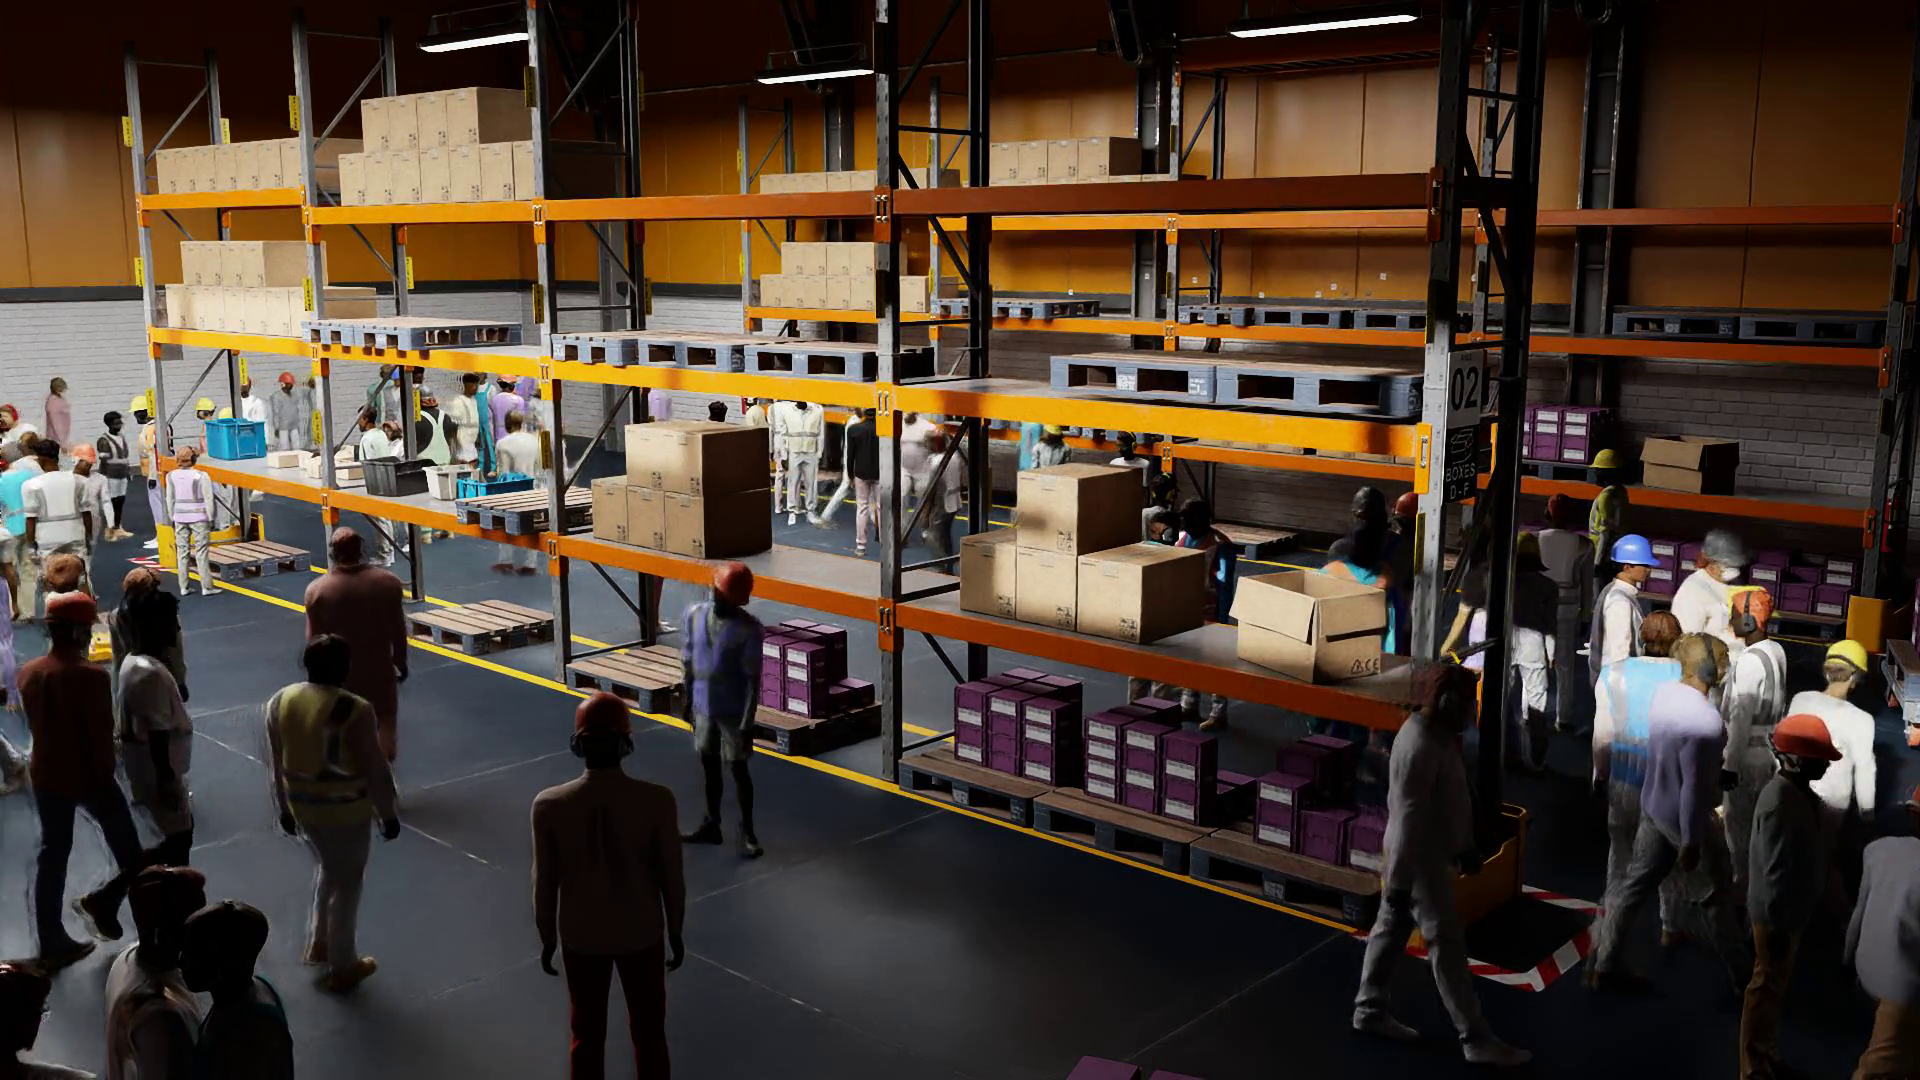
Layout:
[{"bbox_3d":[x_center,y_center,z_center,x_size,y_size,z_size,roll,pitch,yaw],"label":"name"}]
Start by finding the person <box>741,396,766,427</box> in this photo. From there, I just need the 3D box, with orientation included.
[{"bbox_3d":[-3.024,-1.373,24.300,0.366,1.743,0.570,2,10,13],"label":"person"}]

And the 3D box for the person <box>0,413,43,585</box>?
[{"bbox_3d":[-10.581,-0.474,18.371,0.733,2.000,0.571,-2,10,-11],"label":"person"}]

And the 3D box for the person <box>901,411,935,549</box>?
[{"bbox_3d":[-0.580,-0.827,20.836,0.648,1.902,0.715,3,10,14],"label":"person"}]

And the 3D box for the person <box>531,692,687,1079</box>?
[{"bbox_3d":[-1.419,1.599,6.806,0.609,1.985,0.398,-1,10,-4],"label":"person"}]

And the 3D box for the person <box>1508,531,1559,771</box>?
[{"bbox_3d":[4.061,0.798,12.057,0.490,1.736,0.322,4,11,20],"label":"person"}]

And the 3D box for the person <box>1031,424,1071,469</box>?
[{"bbox_3d":[1.101,-0.618,20.102,0.571,1.714,0.439,-2,10,-12],"label":"person"}]

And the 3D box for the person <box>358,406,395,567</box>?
[{"bbox_3d":[-6.895,-0.640,19.654,0.371,1.916,0.597,-1,10,-5],"label":"person"}]

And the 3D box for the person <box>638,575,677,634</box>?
[{"bbox_3d":[-3.005,-0.023,16.210,0.402,1.908,0.598,-6,12,-30],"label":"person"}]

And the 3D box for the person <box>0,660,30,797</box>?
[{"bbox_3d":[-6.640,0.915,11.137,0.588,1.837,0.933,3,11,18],"label":"person"}]

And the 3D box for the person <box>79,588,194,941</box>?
[{"bbox_3d":[-4.402,1.226,9.001,0.649,1.948,0.612,-6,12,-29],"label":"person"}]

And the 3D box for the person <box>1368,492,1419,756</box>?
[{"bbox_3d":[3.304,0.618,12.360,0.618,1.986,0.408,-6,12,-31],"label":"person"}]

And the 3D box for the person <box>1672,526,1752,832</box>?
[{"bbox_3d":[4.897,0.874,10.751,0.691,2.000,0.537,-8,13,-39],"label":"person"}]

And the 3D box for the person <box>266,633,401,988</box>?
[{"bbox_3d":[-3.185,1.378,8.522,0.646,1.822,0.477,4,11,24],"label":"person"}]

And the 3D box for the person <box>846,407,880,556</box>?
[{"bbox_3d":[-1.080,-0.794,20.306,0.612,1.995,0.381,-1,10,-4],"label":"person"}]

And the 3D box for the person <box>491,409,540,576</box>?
[{"bbox_3d":[-5.157,-0.548,19.133,0.728,1.916,0.661,6,12,31],"label":"person"}]

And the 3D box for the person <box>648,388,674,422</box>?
[{"bbox_3d":[-4.590,-1.596,25.046,0.650,1.935,0.459,-7,12,-35],"label":"person"}]

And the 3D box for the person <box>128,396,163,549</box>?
[{"bbox_3d":[-10.154,-0.850,20.876,0.397,1.912,0.592,-5,11,-28],"label":"person"}]

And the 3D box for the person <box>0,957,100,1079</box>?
[{"bbox_3d":[-2.714,2.067,4.673,0.645,1.812,0.642,-4,11,-22],"label":"person"}]

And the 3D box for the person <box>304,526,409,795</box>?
[{"bbox_3d":[-4.089,0.848,11.302,0.661,1.890,0.640,-4,11,-21],"label":"person"}]

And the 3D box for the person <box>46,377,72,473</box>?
[{"bbox_3d":[-13.136,-1.431,24.256,0.397,1.907,0.748,-4,11,-20],"label":"person"}]

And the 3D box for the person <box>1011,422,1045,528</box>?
[{"bbox_3d":[0.926,-0.932,21.084,0.655,2.037,0.626,-2,10,-9],"label":"person"}]

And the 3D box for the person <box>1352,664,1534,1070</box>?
[{"bbox_3d":[2.283,1.496,7.722,0.908,1.862,0.648,3,10,15],"label":"person"}]

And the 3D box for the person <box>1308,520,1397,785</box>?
[{"bbox_3d":[2.762,0.760,11.845,0.641,1.888,0.623,-4,11,-20],"label":"person"}]

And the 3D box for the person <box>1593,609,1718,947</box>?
[{"bbox_3d":[3.747,1.283,9.006,0.623,1.844,0.429,5,11,25],"label":"person"}]

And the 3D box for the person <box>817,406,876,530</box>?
[{"bbox_3d":[-1.433,-1.030,22.114,0.995,1.842,0.578,1,10,6],"label":"person"}]

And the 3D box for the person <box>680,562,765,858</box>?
[{"bbox_3d":[-1.528,1.039,10.294,0.706,1.890,0.375,5,11,27],"label":"person"}]

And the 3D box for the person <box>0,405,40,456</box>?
[{"bbox_3d":[-12.153,-0.889,21.579,0.581,1.785,1.045,1,10,3],"label":"person"}]

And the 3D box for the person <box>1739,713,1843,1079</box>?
[{"bbox_3d":[3.660,1.617,7.357,0.324,1.752,0.561,6,12,32],"label":"person"}]

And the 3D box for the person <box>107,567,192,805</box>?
[{"bbox_3d":[-5.474,0.994,11.237,0.516,1.632,0.311,1,10,7],"label":"person"}]

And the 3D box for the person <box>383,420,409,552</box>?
[{"bbox_3d":[-6.976,-0.665,20.580,0.512,1.642,0.312,4,11,22],"label":"person"}]

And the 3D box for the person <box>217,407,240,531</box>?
[{"bbox_3d":[-9.316,-0.831,21.264,0.333,1.733,0.480,0,10,1],"label":"person"}]

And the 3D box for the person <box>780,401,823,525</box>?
[{"bbox_3d":[-2.157,-1.165,22.628,0.597,1.916,0.379,-4,11,-20],"label":"person"}]

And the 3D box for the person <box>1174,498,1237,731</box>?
[{"bbox_3d":[1.885,0.577,13.047,0.432,1.835,0.631,-7,12,-35],"label":"person"}]

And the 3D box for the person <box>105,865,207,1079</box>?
[{"bbox_3d":[-2.486,1.927,5.269,0.369,1.878,0.588,-6,12,-31],"label":"person"}]
